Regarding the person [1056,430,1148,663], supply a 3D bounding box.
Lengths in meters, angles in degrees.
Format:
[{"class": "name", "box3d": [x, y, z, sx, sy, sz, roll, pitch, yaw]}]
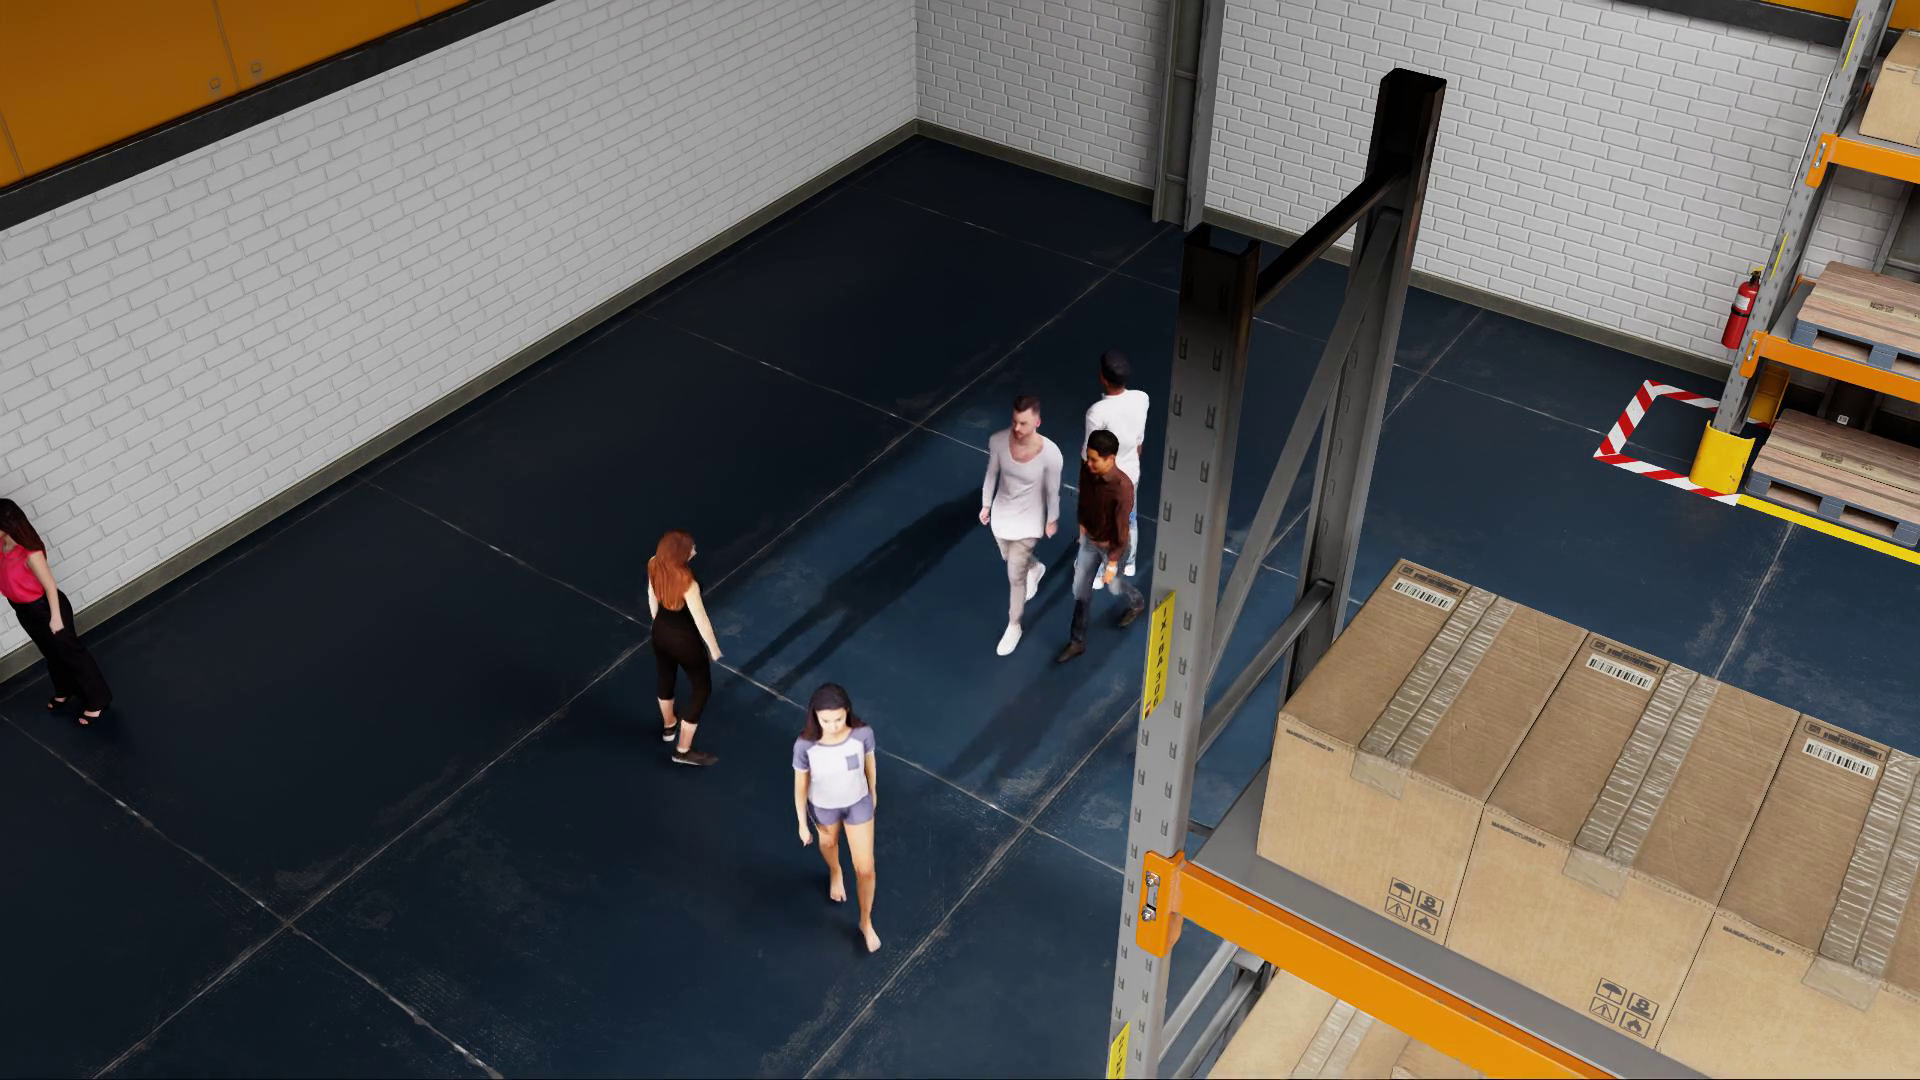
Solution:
[{"class": "person", "box3d": [0.997, 0.000, 10.637, 0.838, 1.744, 1.035, -28, 46, -31]}]

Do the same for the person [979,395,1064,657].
[{"class": "person", "box3d": [0.406, -0.199, 10.831, 0.997, 1.812, 0.762, 21, 43, 25]}]

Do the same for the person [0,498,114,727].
[{"class": "person", "box3d": [-5.619, 0.430, 10.166, 0.466, 1.660, 0.644, 21, 43, 24]}]

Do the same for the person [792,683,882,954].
[{"class": "person", "box3d": [-0.666, 1.358, 8.965, 0.917, 1.707, 0.987, -8, 39, -9]}]

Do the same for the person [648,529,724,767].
[{"class": "person", "box3d": [-1.685, 0.611, 9.901, 0.570, 1.707, 0.772, 17, 42, 20]}]

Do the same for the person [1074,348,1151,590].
[{"class": "person", "box3d": [1.028, -0.475, 11.178, 0.722, 1.810, 0.722, -19, 42, -22]}]
